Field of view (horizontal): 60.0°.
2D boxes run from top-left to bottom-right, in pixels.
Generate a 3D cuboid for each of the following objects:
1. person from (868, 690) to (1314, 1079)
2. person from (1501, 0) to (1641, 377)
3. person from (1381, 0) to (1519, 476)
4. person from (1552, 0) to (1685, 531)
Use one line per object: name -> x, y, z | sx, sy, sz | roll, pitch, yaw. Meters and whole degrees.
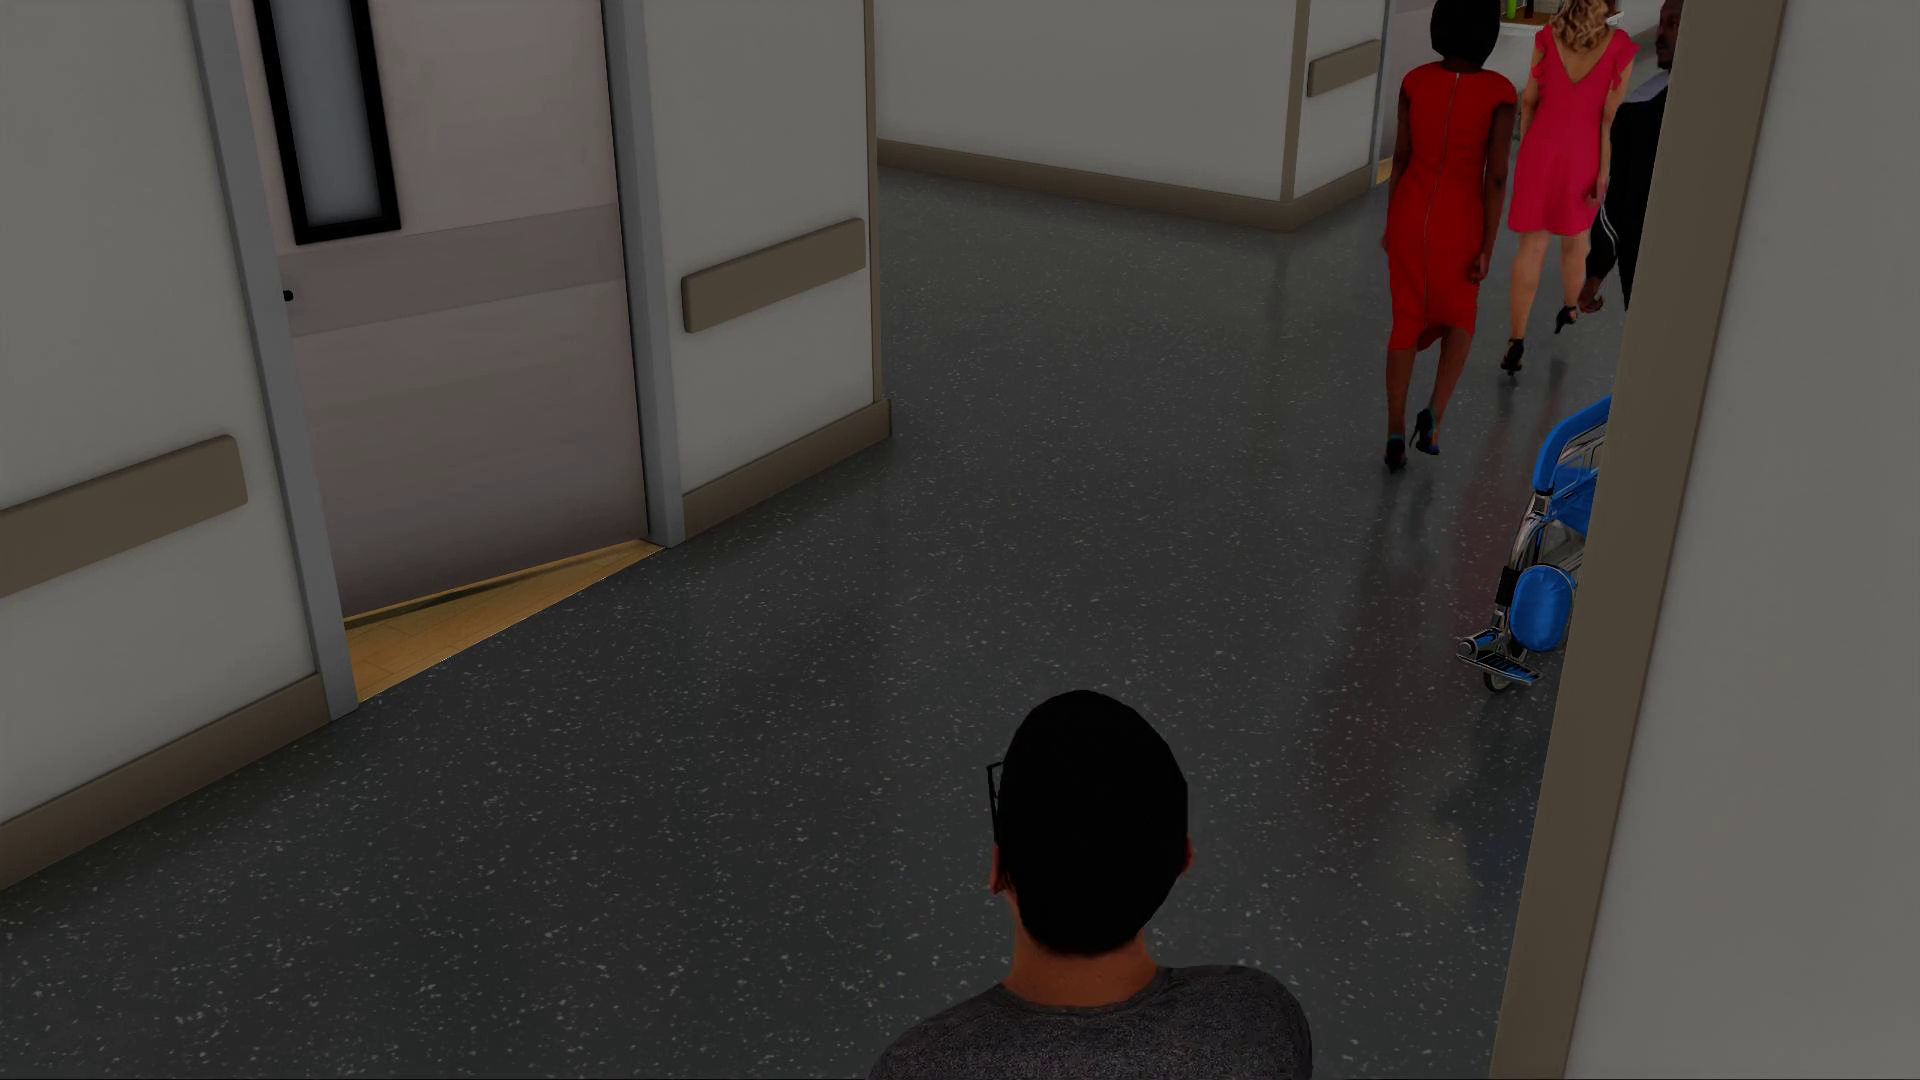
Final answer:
person -> 0.147, 0.989, 1.636 | 0.862, 1.735, 0.917 | -5, 26, -11
person -> 2.449, -1.504, 6.859 | 0.684, 1.688, 1.063 | 12, 28, 24
person -> 1.647, -1.031, 5.829 | 0.624, 1.732, 0.640 | 11, 28, 22
person -> 2.426, -0.898, 5.452 | 1.170, 1.819, 1.006 | -16, 30, -30
